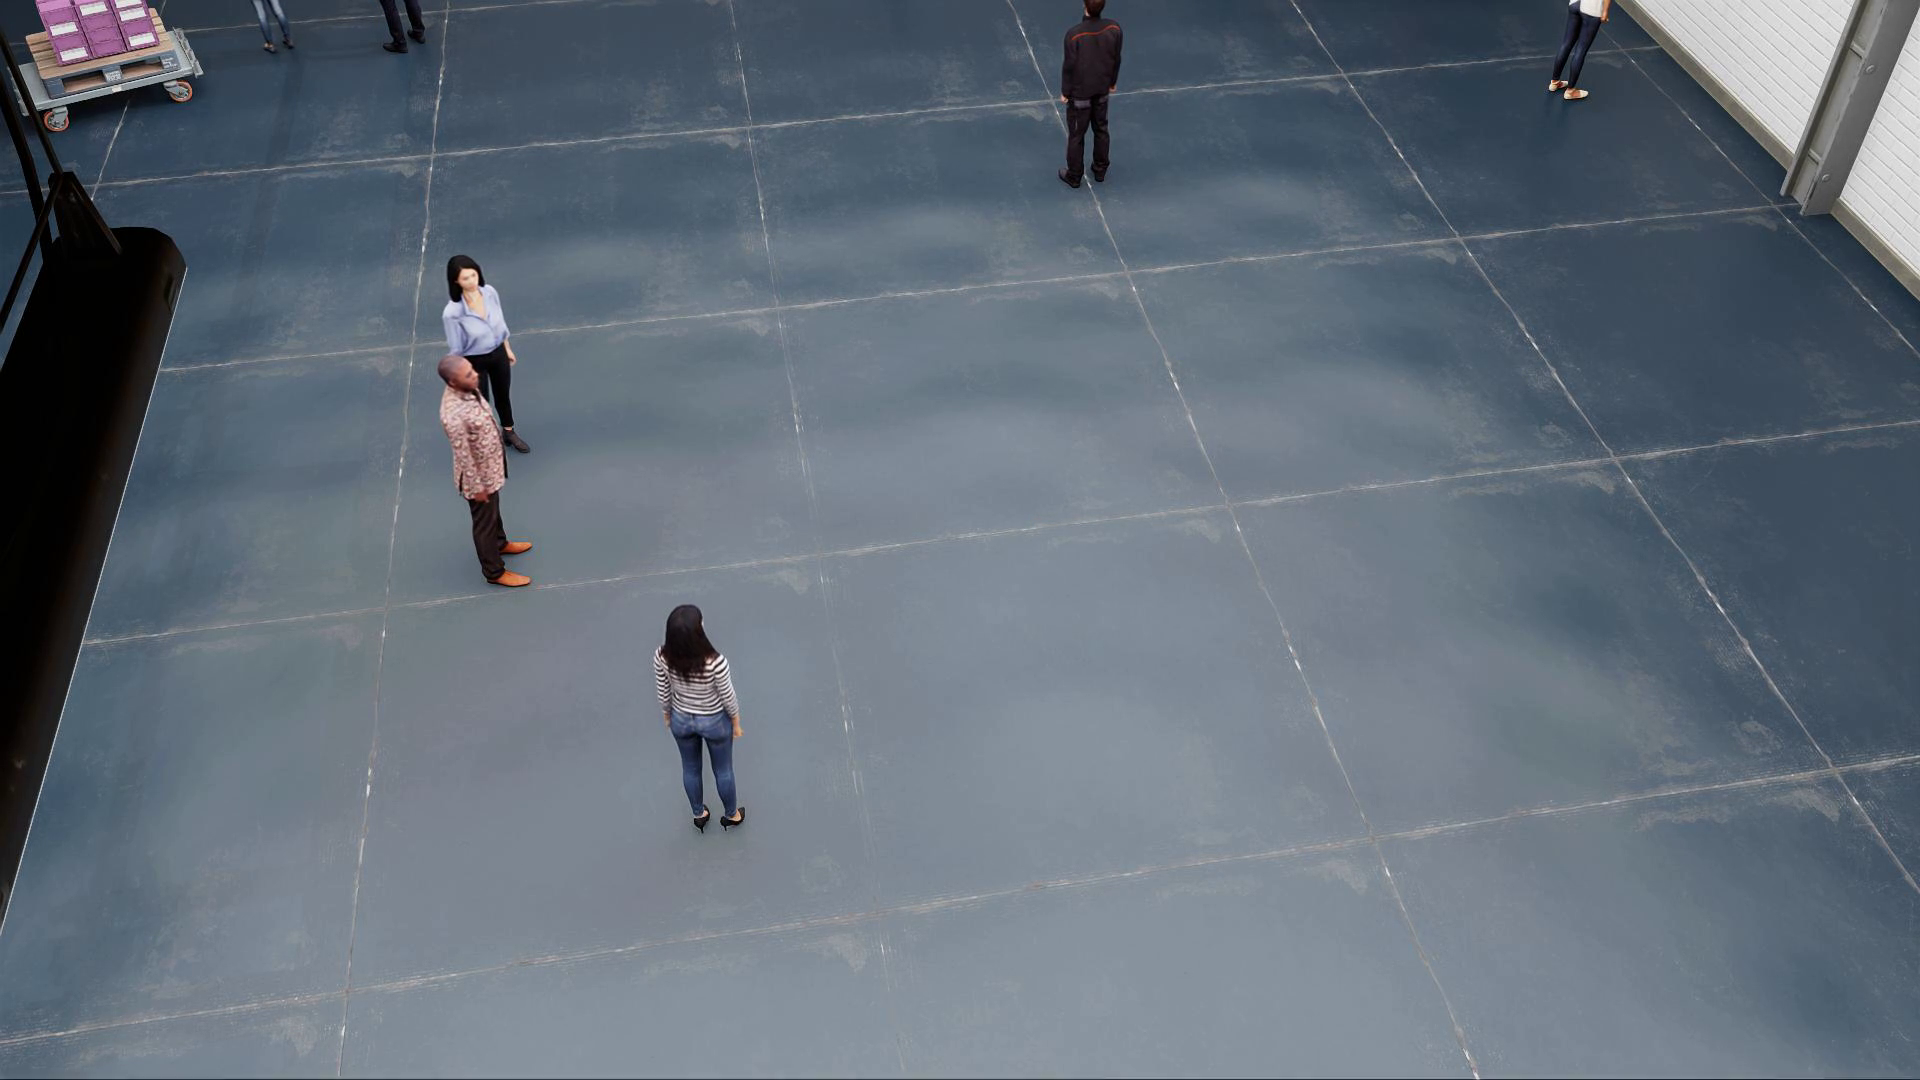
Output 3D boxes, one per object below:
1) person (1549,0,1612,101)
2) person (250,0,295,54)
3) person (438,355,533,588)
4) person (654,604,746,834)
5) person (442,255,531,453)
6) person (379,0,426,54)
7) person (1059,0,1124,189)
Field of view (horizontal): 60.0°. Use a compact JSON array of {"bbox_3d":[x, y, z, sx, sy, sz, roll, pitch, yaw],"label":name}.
[{"bbox_3d":[5.975,-5.084,15.859,0.722,1.784,0.570,-20,47,-20],"label":"person"},{"bbox_3d":[-7.013,-5.544,16.687,0.553,1.308,0.591,-28,50,-26],"label":"person"},{"bbox_3d":[-3.196,-0.480,11.009,0.747,1.808,0.533,-4,44,-5],"label":"person"},{"bbox_3d":[-1.469,1.037,9.426,0.650,1.795,0.622,6,44,6],"label":"person"},{"bbox_3d":[-3.403,-1.282,11.897,0.771,1.743,0.729,30,51,27],"label":"person"},{"bbox_3d":[-5.711,-5.779,16.546,0.861,1.842,0.797,25,49,24],"label":"person"},{"bbox_3d":[1.138,-3.984,14.664,0.773,1.839,0.658,-16,46,-16],"label":"person"}]
